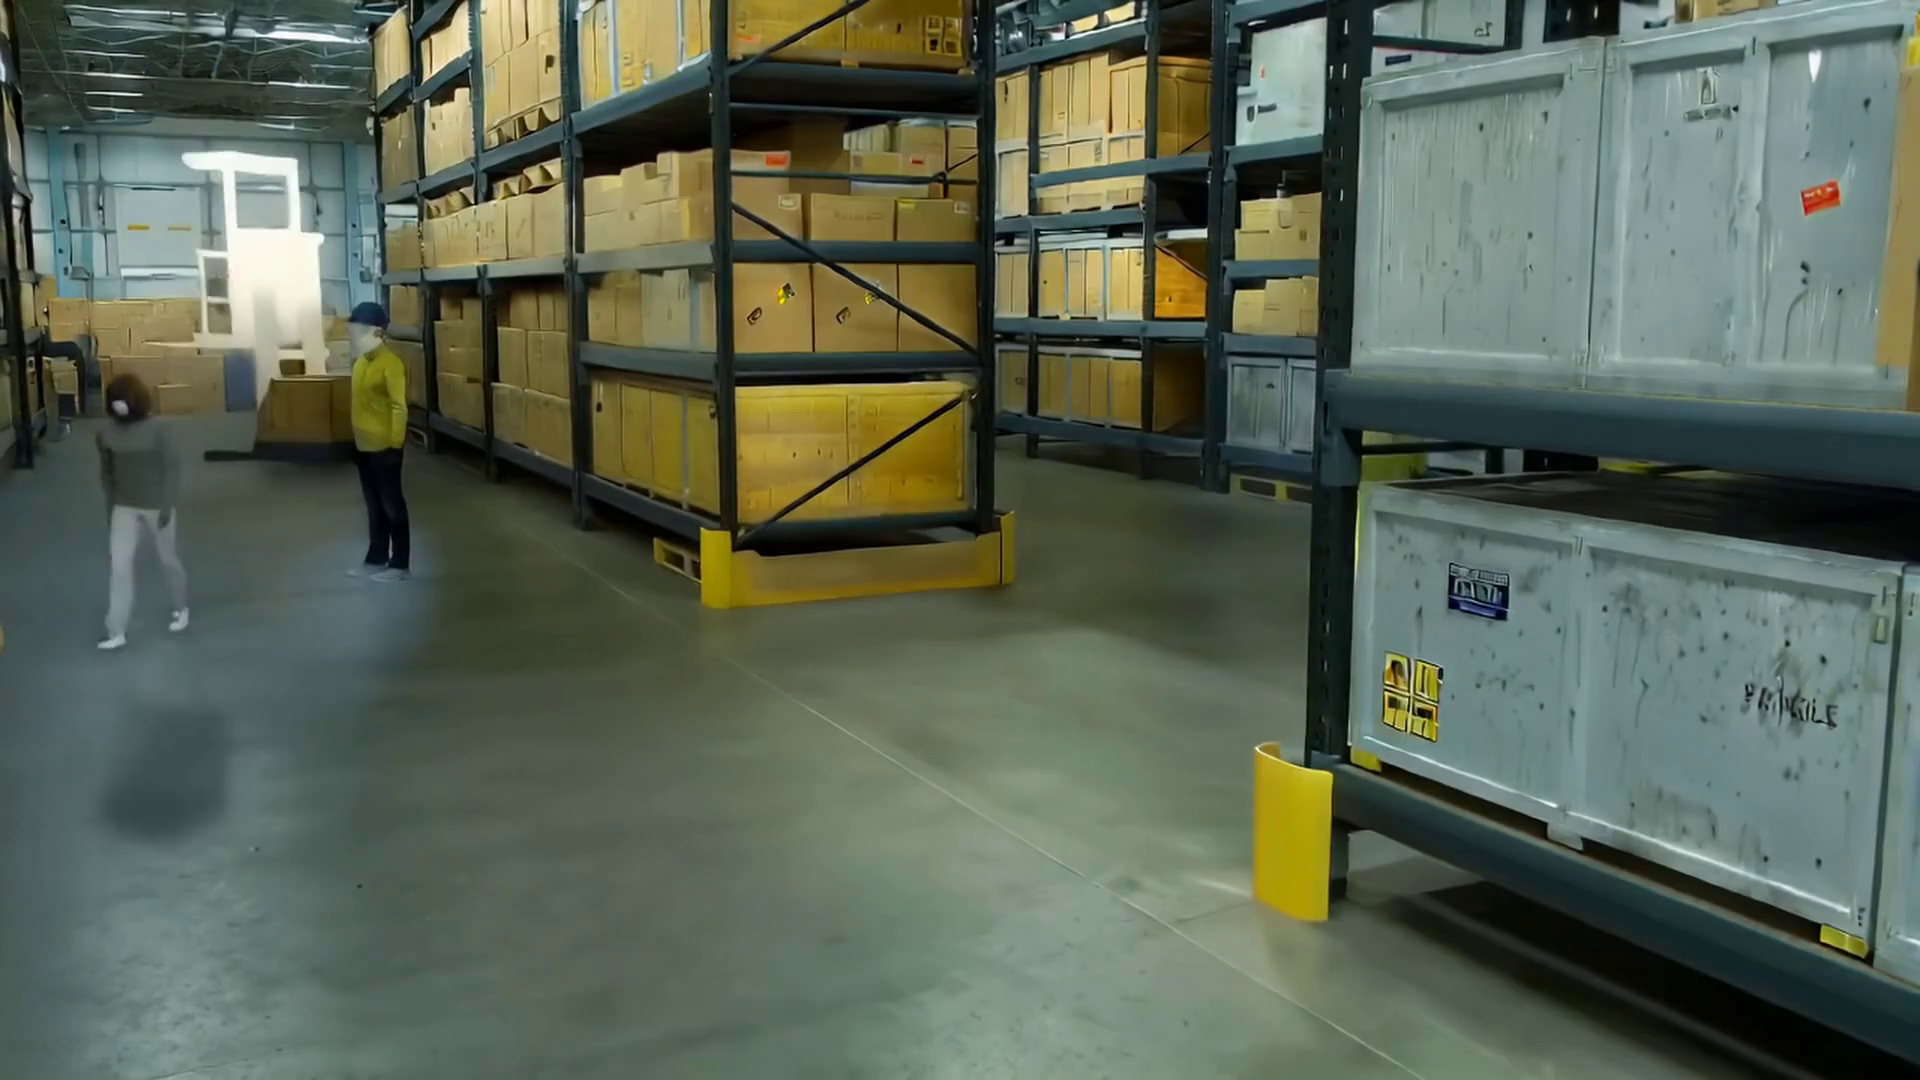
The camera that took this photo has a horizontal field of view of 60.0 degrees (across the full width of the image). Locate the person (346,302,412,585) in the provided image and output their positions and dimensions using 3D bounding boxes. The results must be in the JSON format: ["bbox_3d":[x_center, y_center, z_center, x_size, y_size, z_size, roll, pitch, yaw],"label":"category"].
[{"bbox_3d":[-4.150,-0.685,11.843,0.613,1.997,0.374,8,11,43],"label":"person"}]

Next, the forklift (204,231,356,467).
[{"bbox_3d":[-8.146,-2.345,20.258,1.873,2.768,1.129,3,9,23],"label":"forklift"}]

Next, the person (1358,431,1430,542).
[{"bbox_3d":[2.841,-0.418,10.577,0.634,1.825,0.654,-3,9,-20],"label":"person"}]

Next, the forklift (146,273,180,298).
[{"bbox_3d":[-24.807,-6.941,51.950,1.129,2.768,1.873,-3,9,-22],"label":"forklift"}]

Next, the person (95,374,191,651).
[{"bbox_3d":[-4.834,-0.190,9.834,0.501,1.591,0.839,0,8,-2],"label":"person"}]
